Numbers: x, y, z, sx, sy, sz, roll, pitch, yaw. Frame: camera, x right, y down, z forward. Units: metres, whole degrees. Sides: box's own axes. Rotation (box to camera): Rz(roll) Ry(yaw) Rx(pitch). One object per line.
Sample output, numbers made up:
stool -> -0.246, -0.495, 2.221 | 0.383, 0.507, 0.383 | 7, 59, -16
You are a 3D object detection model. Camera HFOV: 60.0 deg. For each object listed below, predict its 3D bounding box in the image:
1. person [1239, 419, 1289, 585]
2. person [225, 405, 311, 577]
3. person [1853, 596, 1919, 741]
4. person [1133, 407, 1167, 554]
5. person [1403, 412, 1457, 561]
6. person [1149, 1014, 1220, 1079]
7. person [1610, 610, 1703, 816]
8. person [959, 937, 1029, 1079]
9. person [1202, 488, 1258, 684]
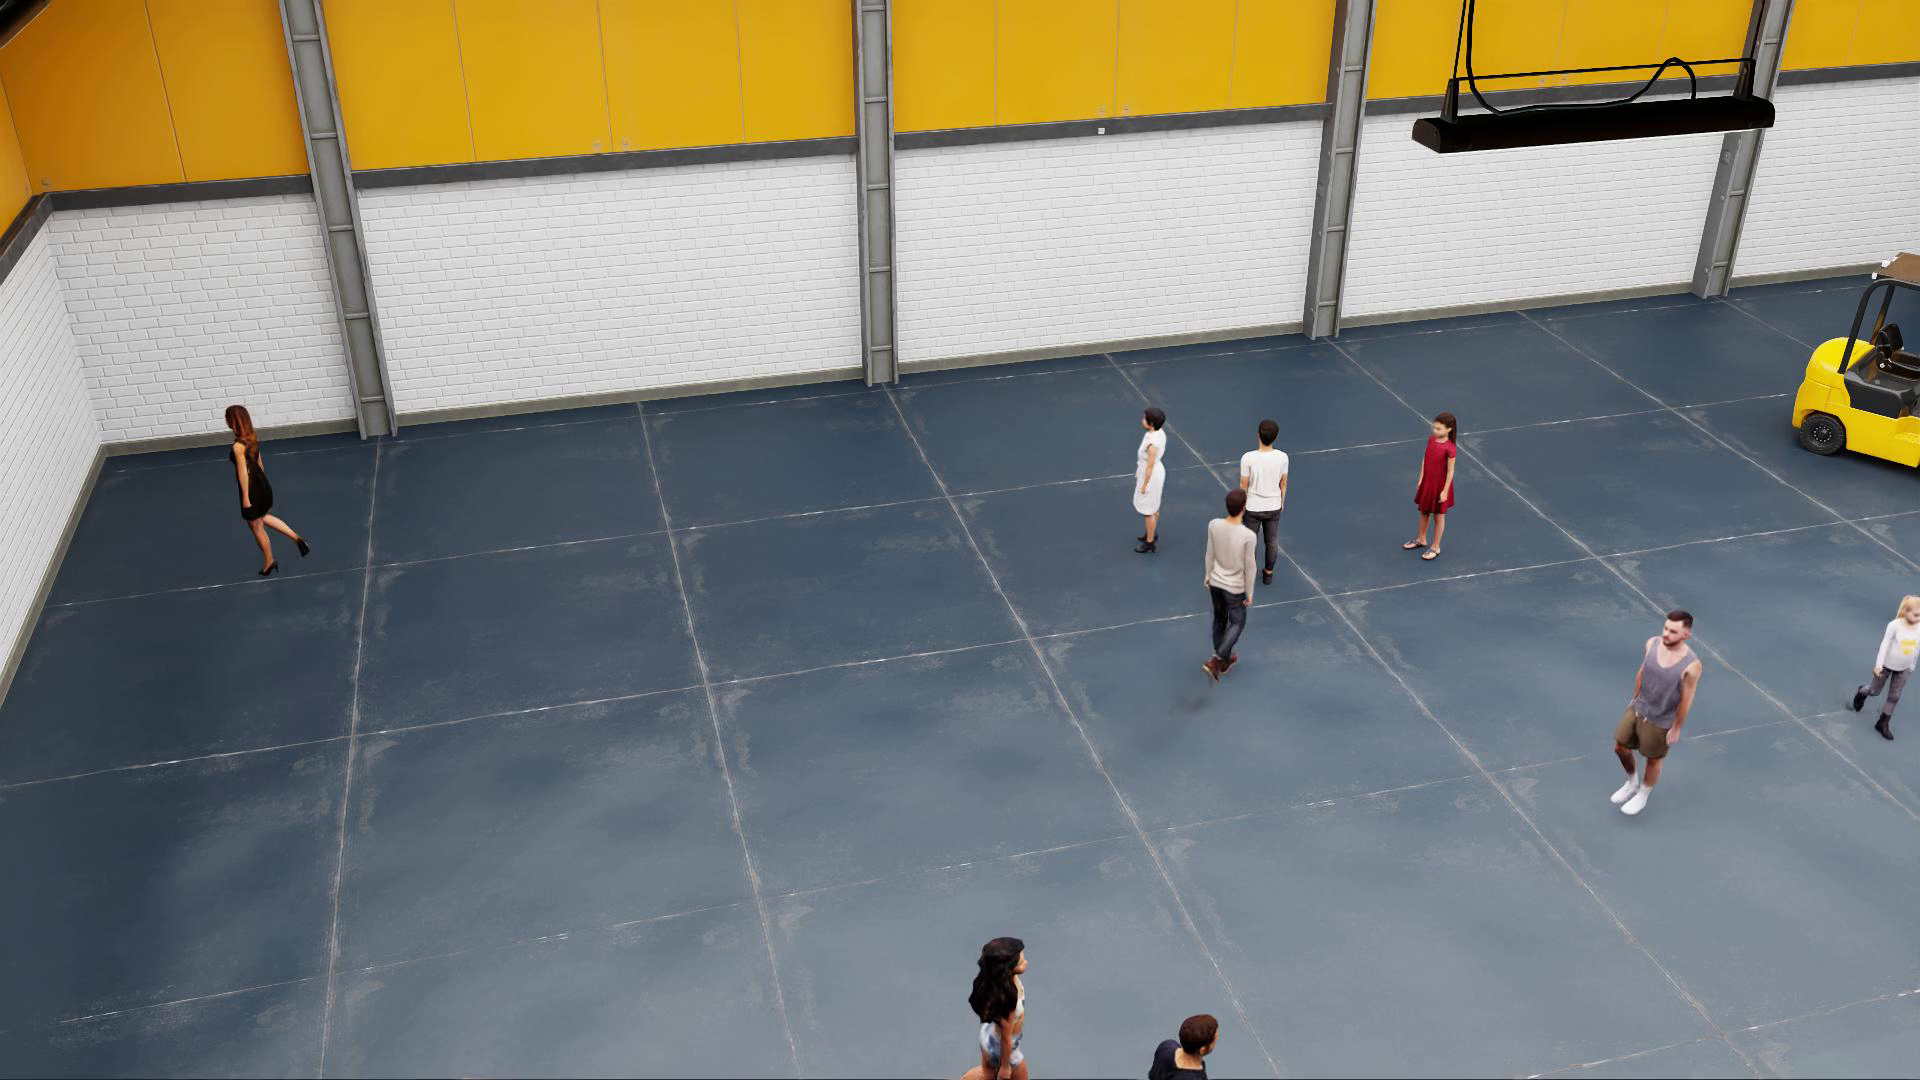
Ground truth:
person -> 2.903, -0.358, 15.997 | 0.537, 1.722, 0.721 | -2, 29, -4
person -> -6.710, -0.445, 16.048 | 0.854, 1.825, 0.665 | -2, 29, -3
person -> 7.803, 1.017, 13.948 | 0.746, 1.269, 0.684 | 1, 29, 2
person -> 1.926, -0.616, 16.648 | 0.676, 1.551, 0.663 | 7, 29, 13
person -> 4.744, -0.572, 16.562 | 0.676, 1.557, 0.617 | -16, 33, -27
person -> 1.051, 3.349, 9.121 | 1.138, 1.798, 0.713 | -10, 30, -18
person -> 5.368, 1.291, 12.699 | 0.734, 1.835, 0.735 | -18, 33, -29
person -> 0.172, 3.022, 9.923 | 1.011, 1.604, 0.686 | -2, 29, -3
person -> 2.295, 0.427, 14.419 | 0.984, 1.855, 1.076 | 19, 34, 31
